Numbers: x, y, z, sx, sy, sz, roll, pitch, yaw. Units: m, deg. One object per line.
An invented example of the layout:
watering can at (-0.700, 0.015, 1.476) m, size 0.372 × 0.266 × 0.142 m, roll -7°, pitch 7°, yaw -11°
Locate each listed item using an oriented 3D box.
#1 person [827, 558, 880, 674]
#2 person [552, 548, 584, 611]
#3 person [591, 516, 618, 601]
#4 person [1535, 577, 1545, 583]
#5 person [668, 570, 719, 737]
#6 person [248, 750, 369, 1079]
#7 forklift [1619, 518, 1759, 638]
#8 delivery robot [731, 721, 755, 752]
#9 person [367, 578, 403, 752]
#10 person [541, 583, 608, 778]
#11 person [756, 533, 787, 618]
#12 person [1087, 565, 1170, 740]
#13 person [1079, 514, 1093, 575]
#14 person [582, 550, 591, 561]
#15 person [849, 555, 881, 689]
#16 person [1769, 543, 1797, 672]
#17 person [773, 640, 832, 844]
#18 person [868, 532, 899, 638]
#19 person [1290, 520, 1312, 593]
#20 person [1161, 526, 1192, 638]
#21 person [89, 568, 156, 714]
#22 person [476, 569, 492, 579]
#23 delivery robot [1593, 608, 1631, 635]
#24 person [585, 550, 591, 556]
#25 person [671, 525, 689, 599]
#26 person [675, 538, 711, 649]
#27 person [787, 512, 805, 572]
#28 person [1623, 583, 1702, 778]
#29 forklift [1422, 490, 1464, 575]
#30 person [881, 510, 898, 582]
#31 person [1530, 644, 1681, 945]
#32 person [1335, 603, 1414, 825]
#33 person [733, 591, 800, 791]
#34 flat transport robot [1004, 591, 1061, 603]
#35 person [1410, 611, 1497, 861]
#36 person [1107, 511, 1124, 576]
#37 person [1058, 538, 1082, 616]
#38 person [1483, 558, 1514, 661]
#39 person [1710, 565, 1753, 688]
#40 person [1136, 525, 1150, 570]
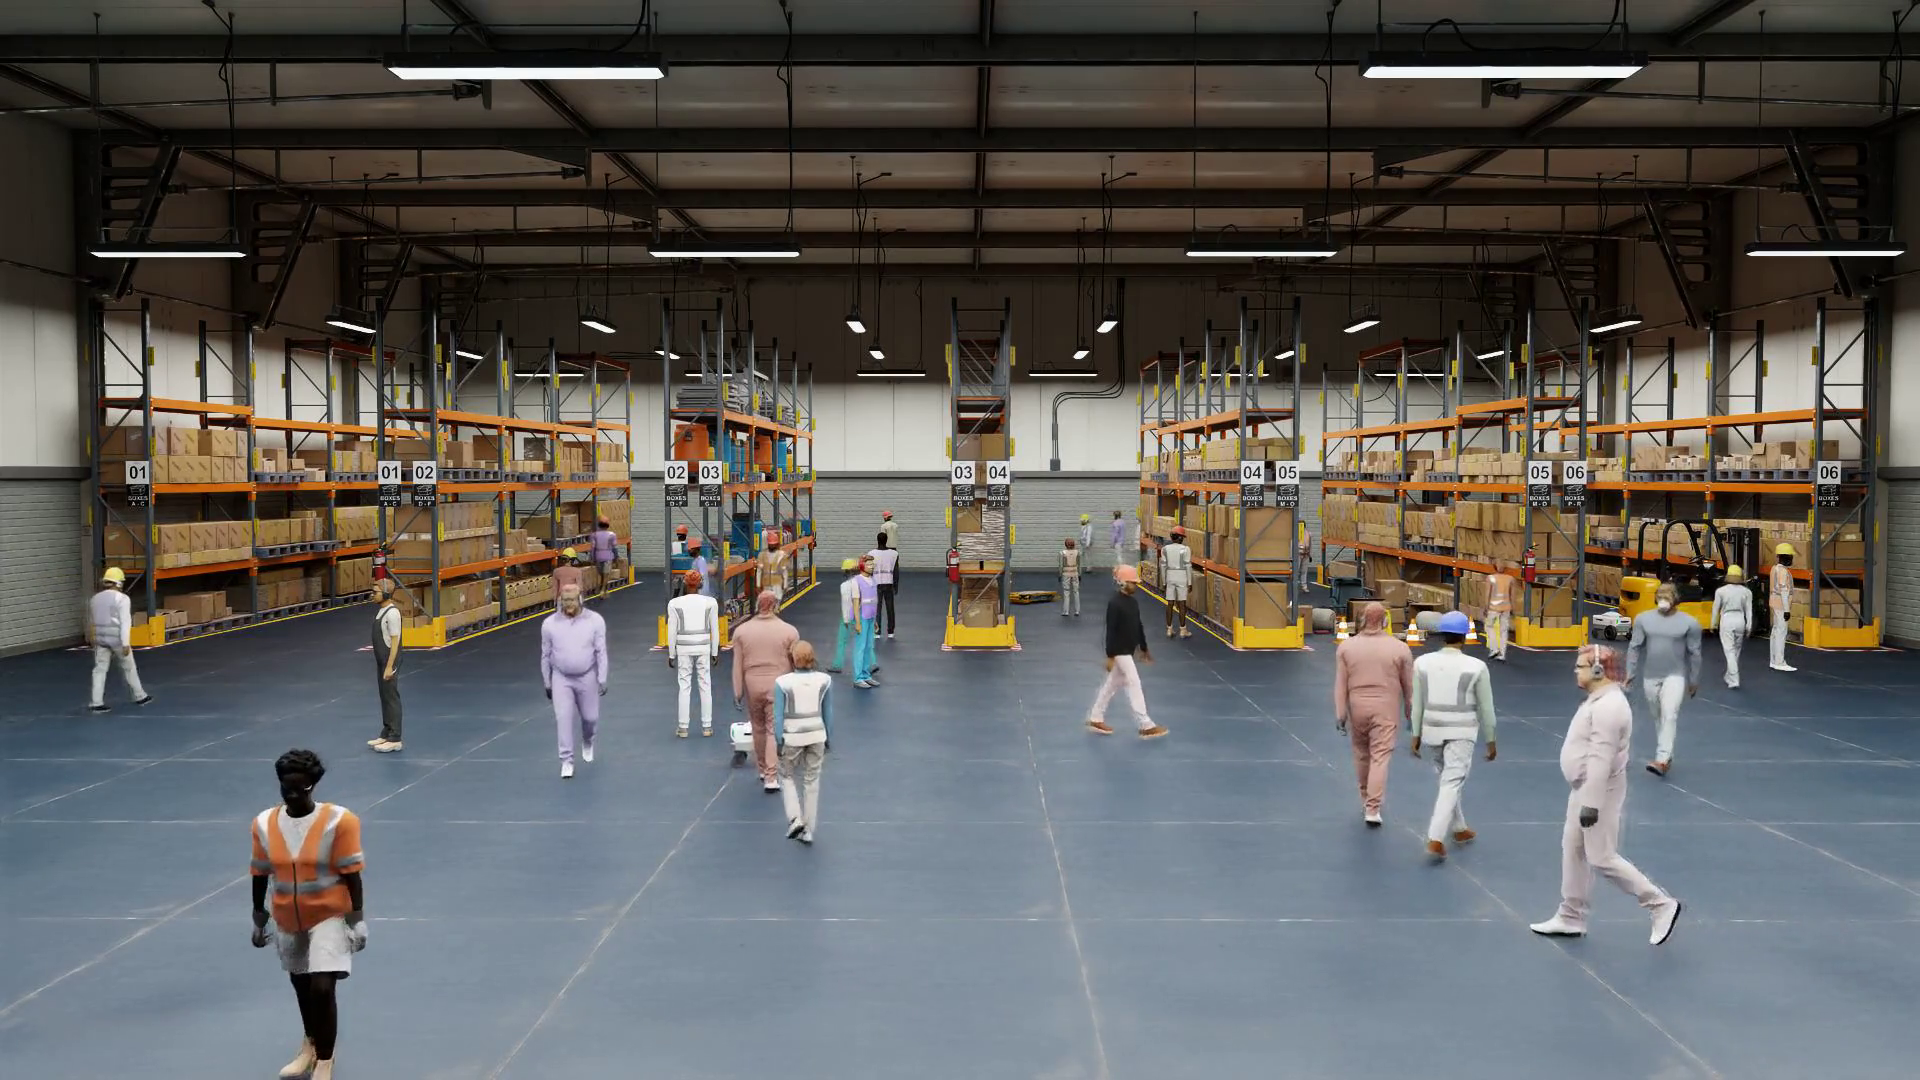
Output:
person at (-1.560, 1.128, 23.941) m, size 0.903 × 1.723 × 0.525 m, roll 2°, pitch 3°, yaw 42°
person at (-6.396, 1.009, 26.399) m, size 0.532 × 1.767 × 0.328 m, roll 0°, pitch 2°, yaw 12°
person at (-8.380, 0.439, 37.968) m, size 0.616 × 2.009 × 1.037 m, roll 0°, pitch 2°, yaw 2°
person at (12.727, 0.583, 35.602) m, size 0.550 × 1.902 × 0.941 m, roll 1°, pitch 2°, yaw 14°
person at (-3.012, 1.275, 18.246) m, size 0.574 × 1.883 × 0.356 m, roll -1°, pitch 2°, yaw -17°
person at (-3.080, 1.802, 7.645) m, size 0.601 × 1.655 × 0.720 m, roll 0°, pitch 2°, yaw 6°
forklift at (13.417, 0.684, 29.791) m, size 2.313 × 2.155 × 1.214 m, roll 0°, pitch 2°, yaw 0°
delivery robot at (-1.973, 1.977, 16.419) m, size 0.707 × 0.478 × 0.477 m, roll 0°, pitch 2°, yaw -3°
person at (-6.159, 1.331, 17.316) m, size 0.345 × 1.846 × 0.508 m, roll -1°, pitch 3°, yaw -33°
person at (-3.818, 1.360, 15.977) m, size 0.652 × 1.888 × 0.725 m, roll -1°, pitch 2°, yaw -13°
person at (-3.475, 0.819, 29.765) m, size 0.553 × 1.883 × 1.000 m, roll 0°, pitch 2°, yaw 6°
person at (1.861, 1.249, 18.203) m, size 1.026 × 1.943 × 0.618 m, roll 1°, pitch 3°, yaw 25°
person at (3.723, 0.133, 47.910) m, size 0.453 × 1.815 × 0.599 m, roll -1°, pitch 2°, yaw -19°
person at (-10.387, 0.183, 45.524) m, size 0.758 × 1.908 × 0.643 m, roll 1°, pitch 2°, yaw 24°
person at (-1.328, 1.126, 22.441) m, size 0.389 × 1.846 × 0.566 m, roll 1°, pitch 2°, yaw 23°
person at (12.430, 1.008, 24.397) m, size 0.360 × 1.930 × 0.587 m, roll 1°, pitch 2°, yaw 14°
person at (-1.262, 1.611, 12.938) m, size 0.526 × 1.623 × 0.376 m, roll -1°, pitch 2°, yaw -22°
person at (-1.396, 0.818, 29.288) m, size 0.590 × 1.922 × 0.392 m, roll -1°, pitch 2°, yaw -17°
person at (8.552, 0.413, 40.469) m, size 0.637 × 1.842 × 0.429 m, roll -1°, pitch 2°, yaw -18°
person at (3.962, 0.758, 29.403) m, size 0.605 × 2.034 × 0.390 m, roll 2°, pitch 3°, yaw 35°
person at (-10.513, 1.242, 20.195) m, size 0.621 × 1.787 × 0.903 m, roll 1°, pitch 2°, yaw 15°
person at (-10.892, 0.569, 36.885) m, size 0.516 × 1.819 × 0.991 m, roll 0°, pitch 2°, yaw -1°
delivery robot at (11.747, 1.473, 29.102) m, size 0.477 × 0.478 × 0.707 m, roll -1°, pitch 2°, yaw -16°
person at (-10.116, 0.203, 44.895) m, size 0.624 × 1.911 × 1.021 m, roll 2°, pitch 3°, yaw 34°
person at (-5.675, 0.663, 32.972) m, size 0.544 × 1.939 × 0.354 m, roll 1°, pitch 2°, yaw 23°
person at (-4.510, 0.912, 27.093) m, size 0.878 × 1.899 × 0.546 m, roll 0°, pitch 2°, yaw -11°
person at (-4.529, 0.179, 45.049) m, size 0.989 × 1.947 × 0.635 m, roll 0°, pitch 2°, yaw 3°
person at (6.925, 1.368, 15.908) m, size 0.650 × 1.884 × 1.043 m, roll 2°, pitch 3°, yaw 41°
forklift at (13.926, -0.371, 47.846) m, size 1.873 × 2.768 × 1.129 m, roll 0°, pitch 2°, yaw 0°
person at (-1.988, 0.172, 44.780) m, size 0.405 × 1.986 × 0.619 m, roll 2°, pitch 3°, yaw 44°
person at (4.059, 1.594, 10.158) m, size 0.797 × 1.885 × 0.645 m, roll 1°, pitch 2°, yaw 13°
person at (3.557, 1.469, 13.820) m, size 0.652 × 1.853 × 1.019 m, roll 1°, pitch 2°, yaw 24°
person at (-1.800, 1.408, 15.307) m, size 0.658 × 1.853 × 0.973 m, roll 0°, pitch 2°, yaw 8°
flat transport robot at (1.669, 1.318, 37.692) m, size 0.652 × 0.197 × 1.431 m, roll 2°, pitch 3°, yaw 40°
person at (3.820, 1.498, 12.520) m, size 0.633 × 1.899 × 1.014 m, roll 2°, pitch 3°, yaw 42°
person at (4.559, 0.100, 47.566) m, size 0.671 × 1.923 × 0.638 m, roll 1°, pitch 2°, yaw 21°
person at (2.310, 0.774, 33.881) m, size 0.521 × 1.638 × 0.311 m, roll -1°, pitch 2°, yaw -17°
person at (8.545, 1.104, 25.630) m, size 0.539 × 1.625 × 0.378 m, roll 0°, pitch 2°, yaw -10°
person at (10.774, 1.196, 22.508) m, size 0.500 × 1.700 × 0.888 m, roll 0°, pitch 2°, yaw 8°
person at (5.015, 0.213, 44.607) m, size 0.595 × 1.915 × 0.635 m, roll -1°, pitch 2°, yaw -14°
